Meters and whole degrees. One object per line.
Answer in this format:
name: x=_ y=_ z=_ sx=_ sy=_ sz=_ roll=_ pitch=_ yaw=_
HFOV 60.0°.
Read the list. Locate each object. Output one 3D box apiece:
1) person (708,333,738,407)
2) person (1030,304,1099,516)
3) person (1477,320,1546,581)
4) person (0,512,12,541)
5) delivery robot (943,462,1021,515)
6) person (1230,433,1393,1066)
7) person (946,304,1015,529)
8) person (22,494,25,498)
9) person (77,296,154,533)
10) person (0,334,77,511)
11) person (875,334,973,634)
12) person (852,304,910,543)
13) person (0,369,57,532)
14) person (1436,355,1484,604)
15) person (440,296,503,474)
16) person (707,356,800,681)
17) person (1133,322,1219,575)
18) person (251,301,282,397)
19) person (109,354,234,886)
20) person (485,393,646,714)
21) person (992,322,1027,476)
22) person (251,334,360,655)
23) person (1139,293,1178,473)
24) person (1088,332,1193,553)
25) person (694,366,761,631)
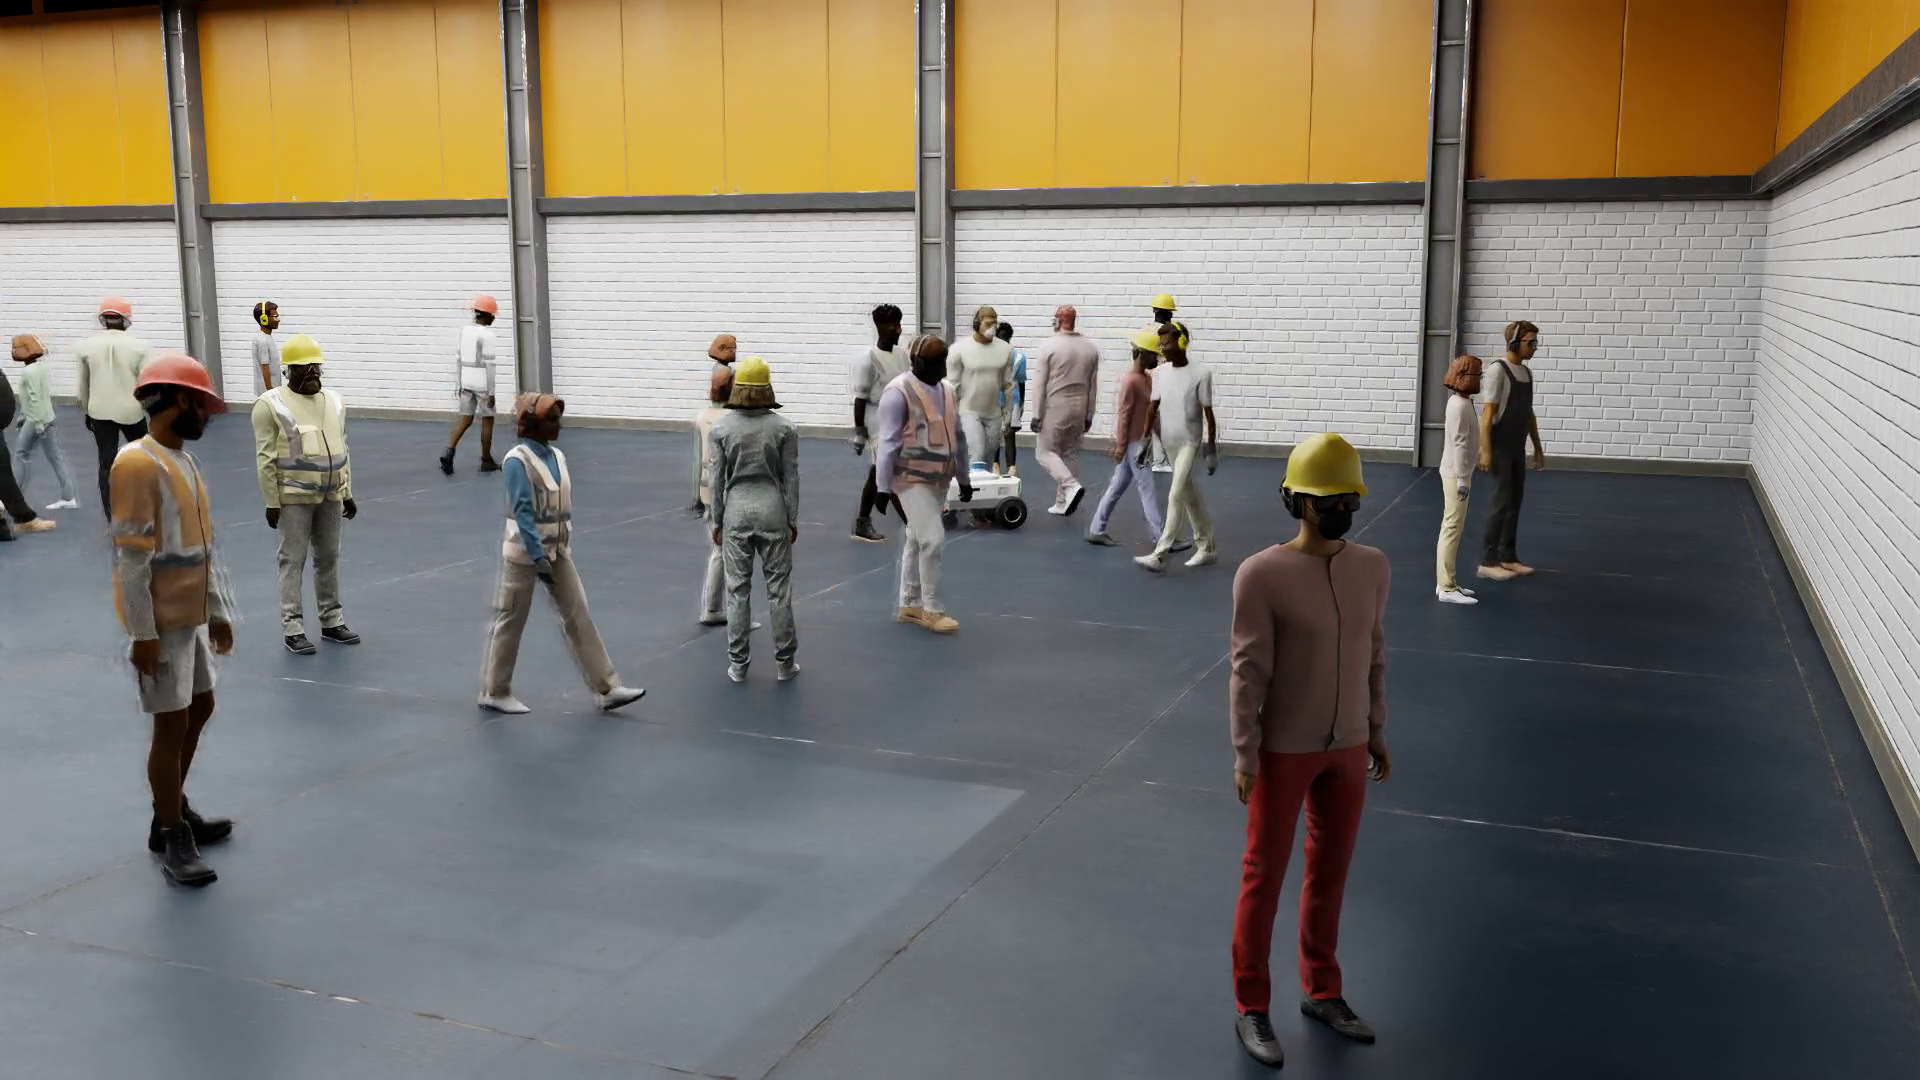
person: x=-2.055 y=-0.990 z=14.571 sx=0.269 sy=1.633 sz=0.504 roll=-2 pitch=10 yaw=-14
person: x=0.933 y=-1.120 z=14.585 sx=0.661 sy=1.887 sz=0.591 roll=-6 pitch=11 yaw=-34
person: x=3.919 y=-0.639 z=11.836 sx=0.556 sy=1.834 sz=0.395 roll=-8 pitch=13 yaw=-41
person: x=-8.010 y=-0.887 z=13.207 sx=0.759 sy=1.875 sz=0.573 roll=-2 pitch=10 yaw=-11
delivery robot: x=0.147 y=-0.422 z=14.107 sx=0.707 sy=0.478 sz=0.477 roll=-3 pitch=10 yaw=-17
person: x=0.995 y=0.579 z=4.667 sx=0.535 sy=1.767 sz=0.315 roll=-4 pitch=10 yaw=-25
person: x=0.135 y=-1.081 z=14.353 sx=0.630 sy=1.910 sz=0.857 roll=-4 pitch=10 yaw=-24
person: x=-9.240 y=-1.301 z=15.736 sx=0.792 sy=1.878 sz=0.658 roll=-4 pitch=10 yaw=-24
person: x=-7.068 y=-1.063 z=14.019 sx=0.645 sy=1.962 sz=0.793 roll=-3 pitch=10 yaw=-15
person: x=-8.462 y=-1.050 z=15.036 sx=0.799 sy=1.599 sz=0.503 roll=-3 pitch=10 yaw=-15
person: x=-0.173 y=-0.336 z=10.072 sx=0.691 sy=1.804 sz=0.746 roll=6 pitch=11 yaw=34
person: x=-0.495 y=-0.891 z=13.106 sx=0.974 sy=1.919 sz=0.610 roll=5 pitch=11 yaw=29
person: x=-8.182 y=-1.054 z=13.726 sx=1.060 sy=2.000 sz=0.691 roll=-4 pitch=10 yaw=-22
person: x=3.316 y=-0.403 z=11.013 sx=0.285 sy=1.633 sz=0.497 roll=2 pitch=10 yaw=14
person: x=-5.217 y=-1.638 z=17.732 sx=0.608 sy=1.894 sz=0.799 roll=6 pitch=11 yaw=32
person: x=-1.097 y=-0.110 z=8.907 sx=0.487 sy=1.744 sz=0.312 roll=-1 pitch=9 yaw=-3
person: x=1.555 y=-0.656 z=12.018 sx=1.024 sy=1.803 sz=0.513 roll=-9 pitch=13 yaw=-42
person: x=-6.788 y=-1.410 z=16.406 sx=0.328 sy=1.872 sz=0.513 roll=-4 pitch=10 yaw=-25
person: x=-2.890 y=0.286 z=6.072 sx=0.392 sy=1.894 sz=0.660 roll=0 pitch=9 yaw=-3
person: x=-2.001 y=0.089 z=8.148 sx=0.828 sy=1.595 sz=0.520 roll=3 pitch=10 yaw=20
person: x=0.415 y=-1.403 z=17.032 sx=0.542 sy=1.646 sz=0.893 roll=0 pitch=9 yaw=2
person: x=-3.753 y=-0.270 z=9.608 sx=0.404 sy=1.832 sz=0.596 roll=6 pitch=11 yaw=32
person: x=2.147 y=-1.686 z=17.911 sx=0.385 sy=1.922 sz=0.594 roll=-5 pitch=11 yaw=-27
person: x=1.383 y=-0.762 z=12.970 sx=0.874 sy=1.711 sz=0.523 roll=3 pitch=10 yaw=18
person: x=-1.350 y=-0.236 z=10.051 sx=0.453 sy=1.619 sz=0.555 roll=-8 pitch=12 yaw=-41
